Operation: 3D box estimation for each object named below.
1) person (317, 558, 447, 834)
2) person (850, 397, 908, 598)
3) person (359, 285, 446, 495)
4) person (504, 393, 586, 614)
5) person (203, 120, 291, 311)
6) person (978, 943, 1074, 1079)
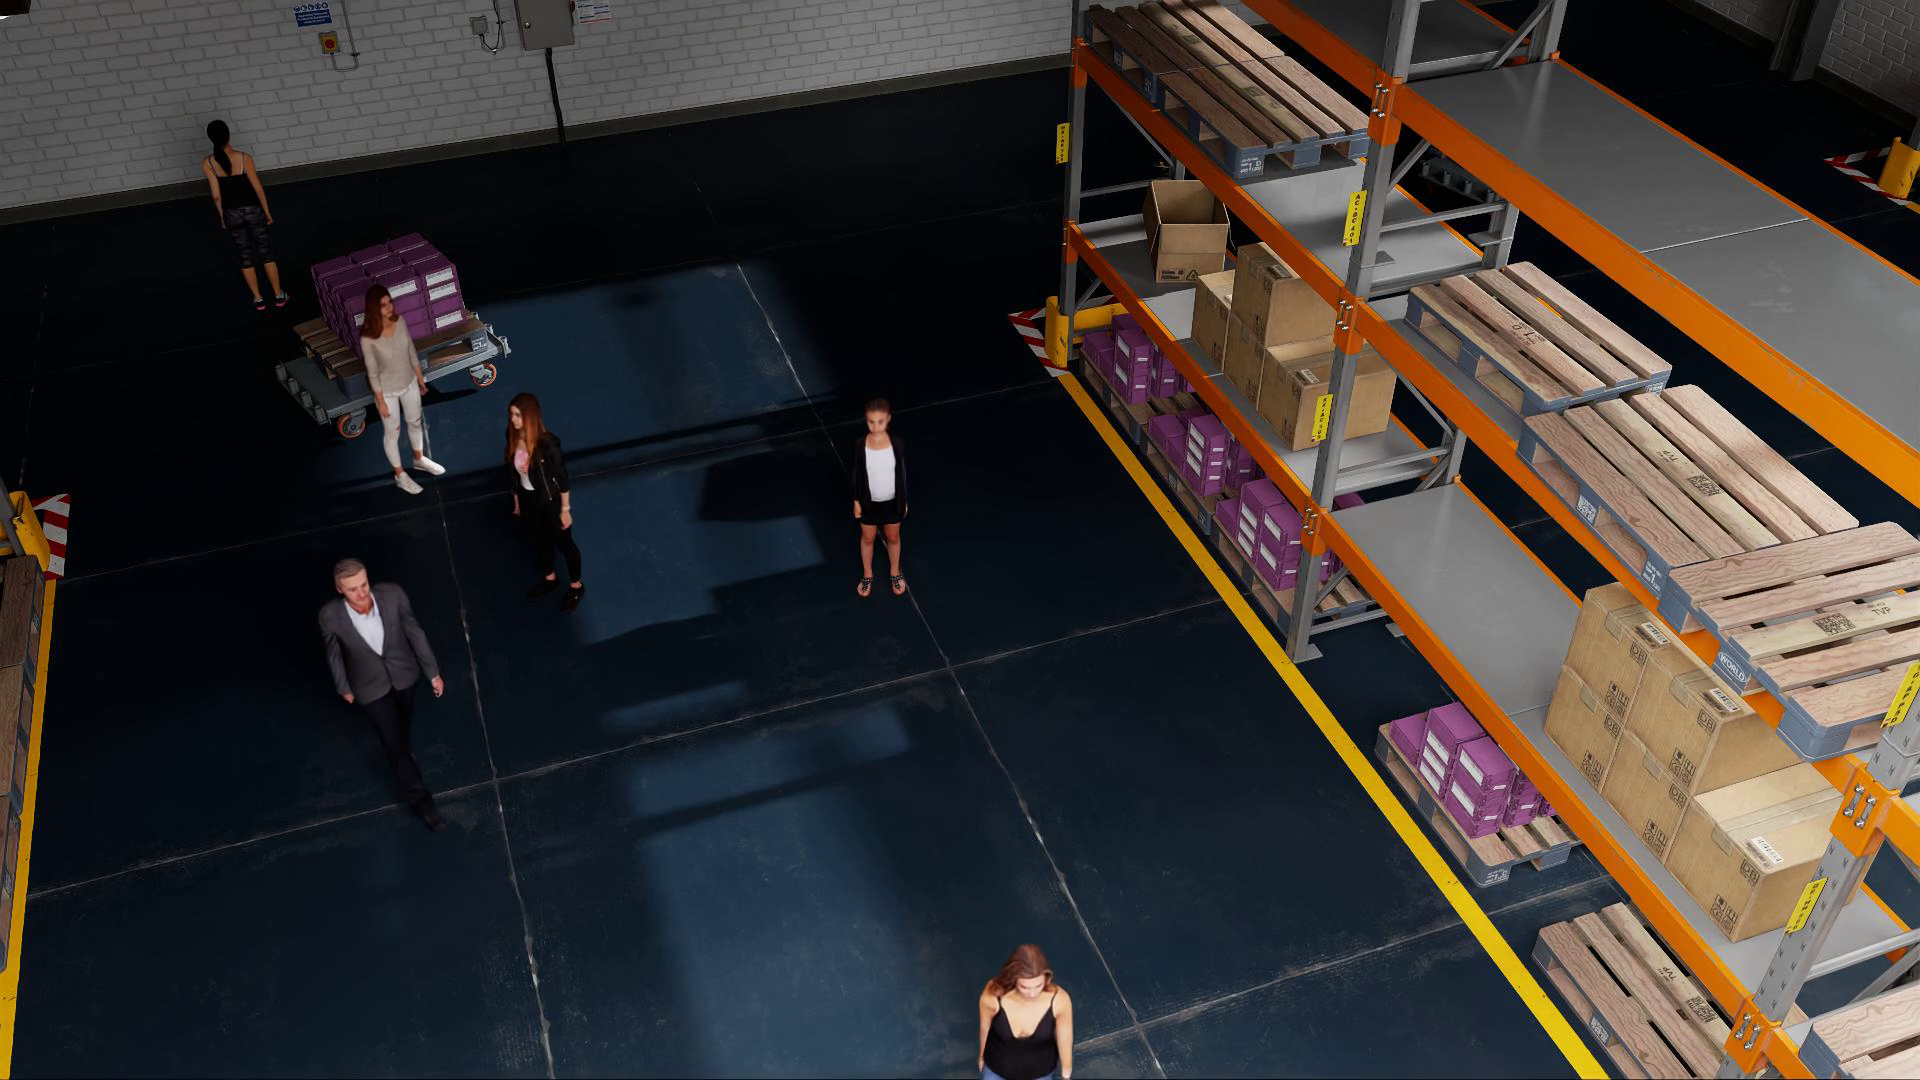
[{"bbox_3d":[-3.400,0.777,9.792,0.972,1.788,1.296,-27,46,-29],"label":"person"},{"bbox_3d":[-0.547,-0.306,11.334,0.588,1.556,0.615,-3,39,-4],"label":"person"},{"bbox_3d":[-4.169,-1.132,12.248,0.720,1.706,0.679,22,43,25],"label":"person"},{"bbox_3d":[-2.785,-0.276,11.171,0.668,1.713,0.739,19,42,22],"label":"person"},{"bbox_3d":[-6.165,-2.792,14.308,0.571,1.729,0.534,-11,40,-14],"label":"person"},{"bbox_3d":[0.286,2.399,7.831,0.750,1.700,0.932,0,39,0],"label":"person"}]
